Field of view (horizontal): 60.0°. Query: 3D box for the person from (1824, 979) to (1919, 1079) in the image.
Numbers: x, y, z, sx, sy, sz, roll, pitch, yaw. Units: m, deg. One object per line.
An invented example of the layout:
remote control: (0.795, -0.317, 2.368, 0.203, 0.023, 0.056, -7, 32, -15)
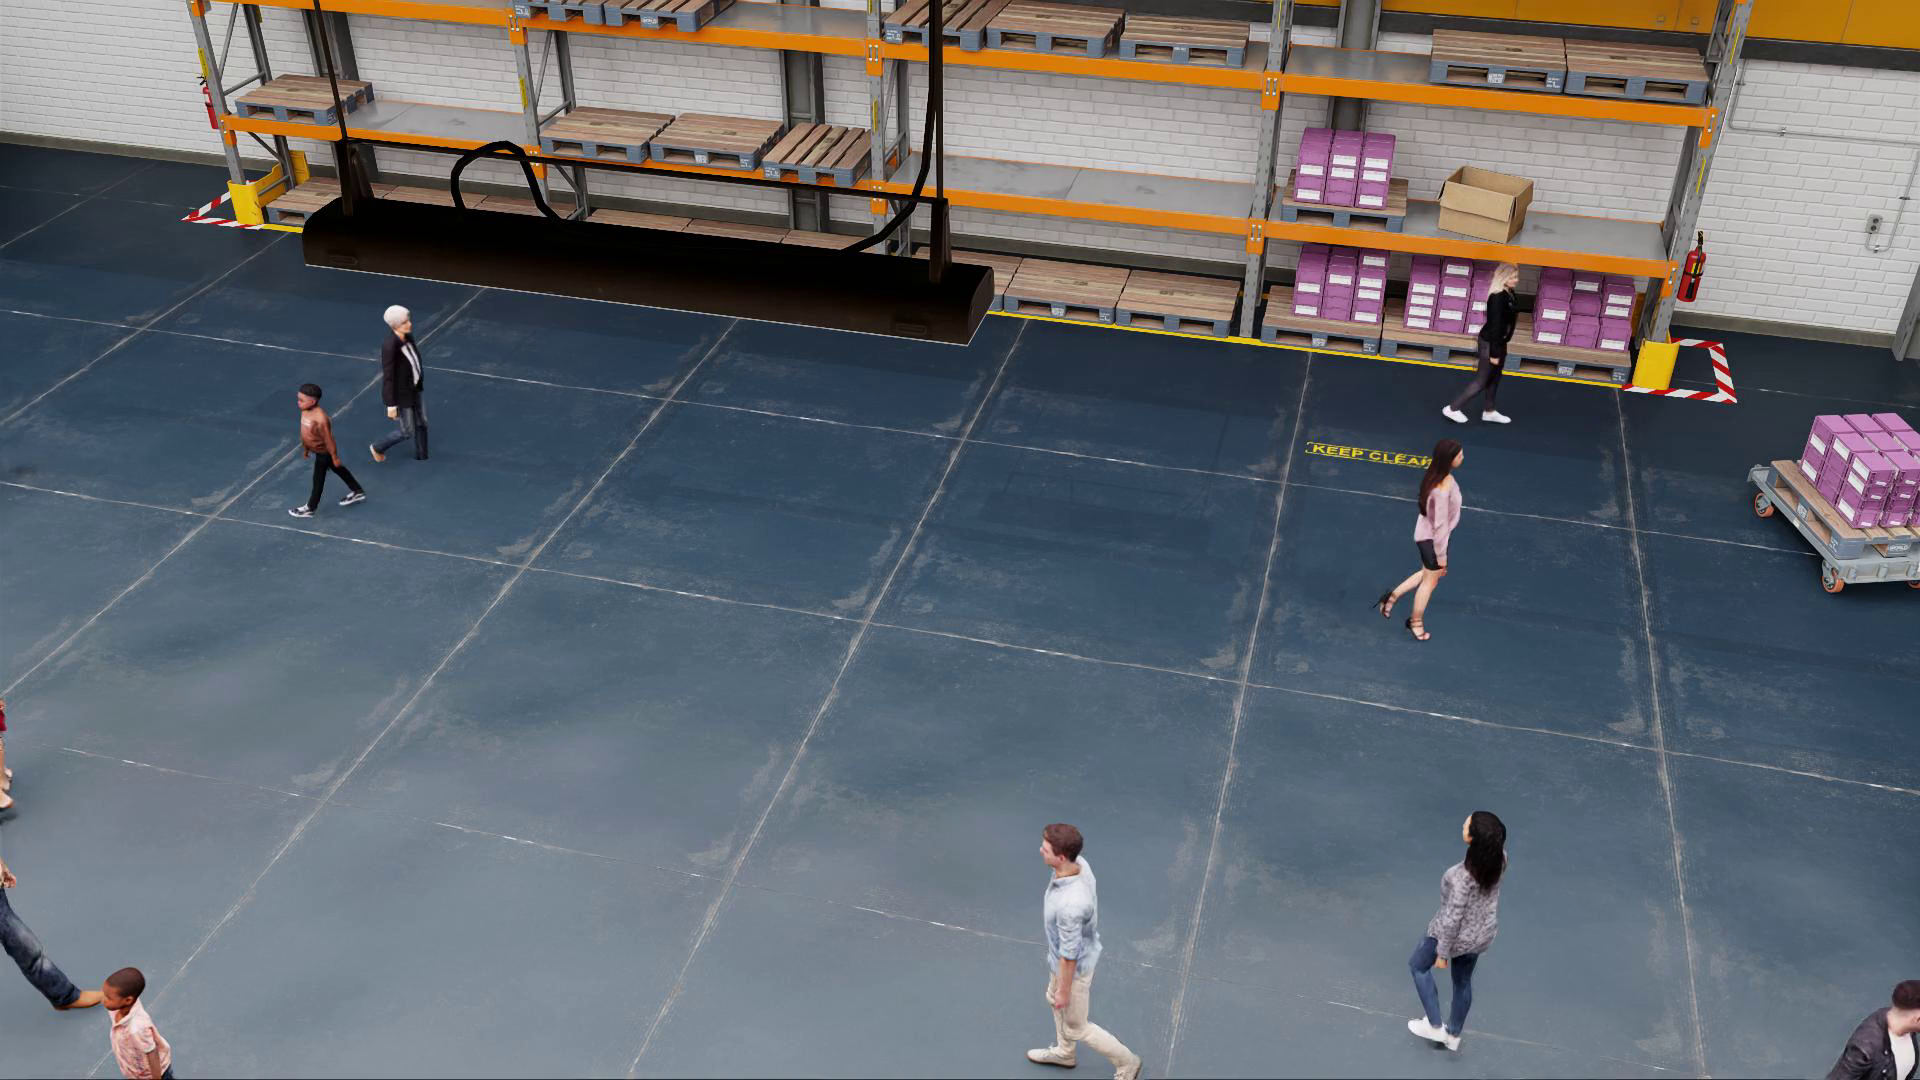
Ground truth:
person: (4.377, 2.827, 8.361, 0.800, 1.801, 0.814, -21, 39, -28)

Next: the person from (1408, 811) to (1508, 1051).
person: (2.874, 2.253, 9.299, 0.734, 1.719, 0.788, -20, 38, -27)

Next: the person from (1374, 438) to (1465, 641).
person: (3.479, 0.016, 12.589, 0.723, 1.802, 0.639, 6, 34, 10)

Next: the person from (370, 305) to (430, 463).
person: (-5.096, -1.291, 14.969, 0.862, 1.751, 0.771, 5, 34, 8)

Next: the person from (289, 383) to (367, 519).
person: (-5.426, -0.795, 14.336, 0.909, 1.218, 0.911, -24, 41, -32)

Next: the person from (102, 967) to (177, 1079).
person: (-4.328, 2.773, 8.889, 0.648, 1.306, 0.564, -26, 42, -34)

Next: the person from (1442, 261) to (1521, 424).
person: (4.900, -1.809, 15.447, 0.892, 1.677, 0.702, 8, 35, 12)

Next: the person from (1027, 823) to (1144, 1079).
person: (0.684, 2.313, 9.114, 0.956, 1.823, 0.782, -1, 34, -1)
